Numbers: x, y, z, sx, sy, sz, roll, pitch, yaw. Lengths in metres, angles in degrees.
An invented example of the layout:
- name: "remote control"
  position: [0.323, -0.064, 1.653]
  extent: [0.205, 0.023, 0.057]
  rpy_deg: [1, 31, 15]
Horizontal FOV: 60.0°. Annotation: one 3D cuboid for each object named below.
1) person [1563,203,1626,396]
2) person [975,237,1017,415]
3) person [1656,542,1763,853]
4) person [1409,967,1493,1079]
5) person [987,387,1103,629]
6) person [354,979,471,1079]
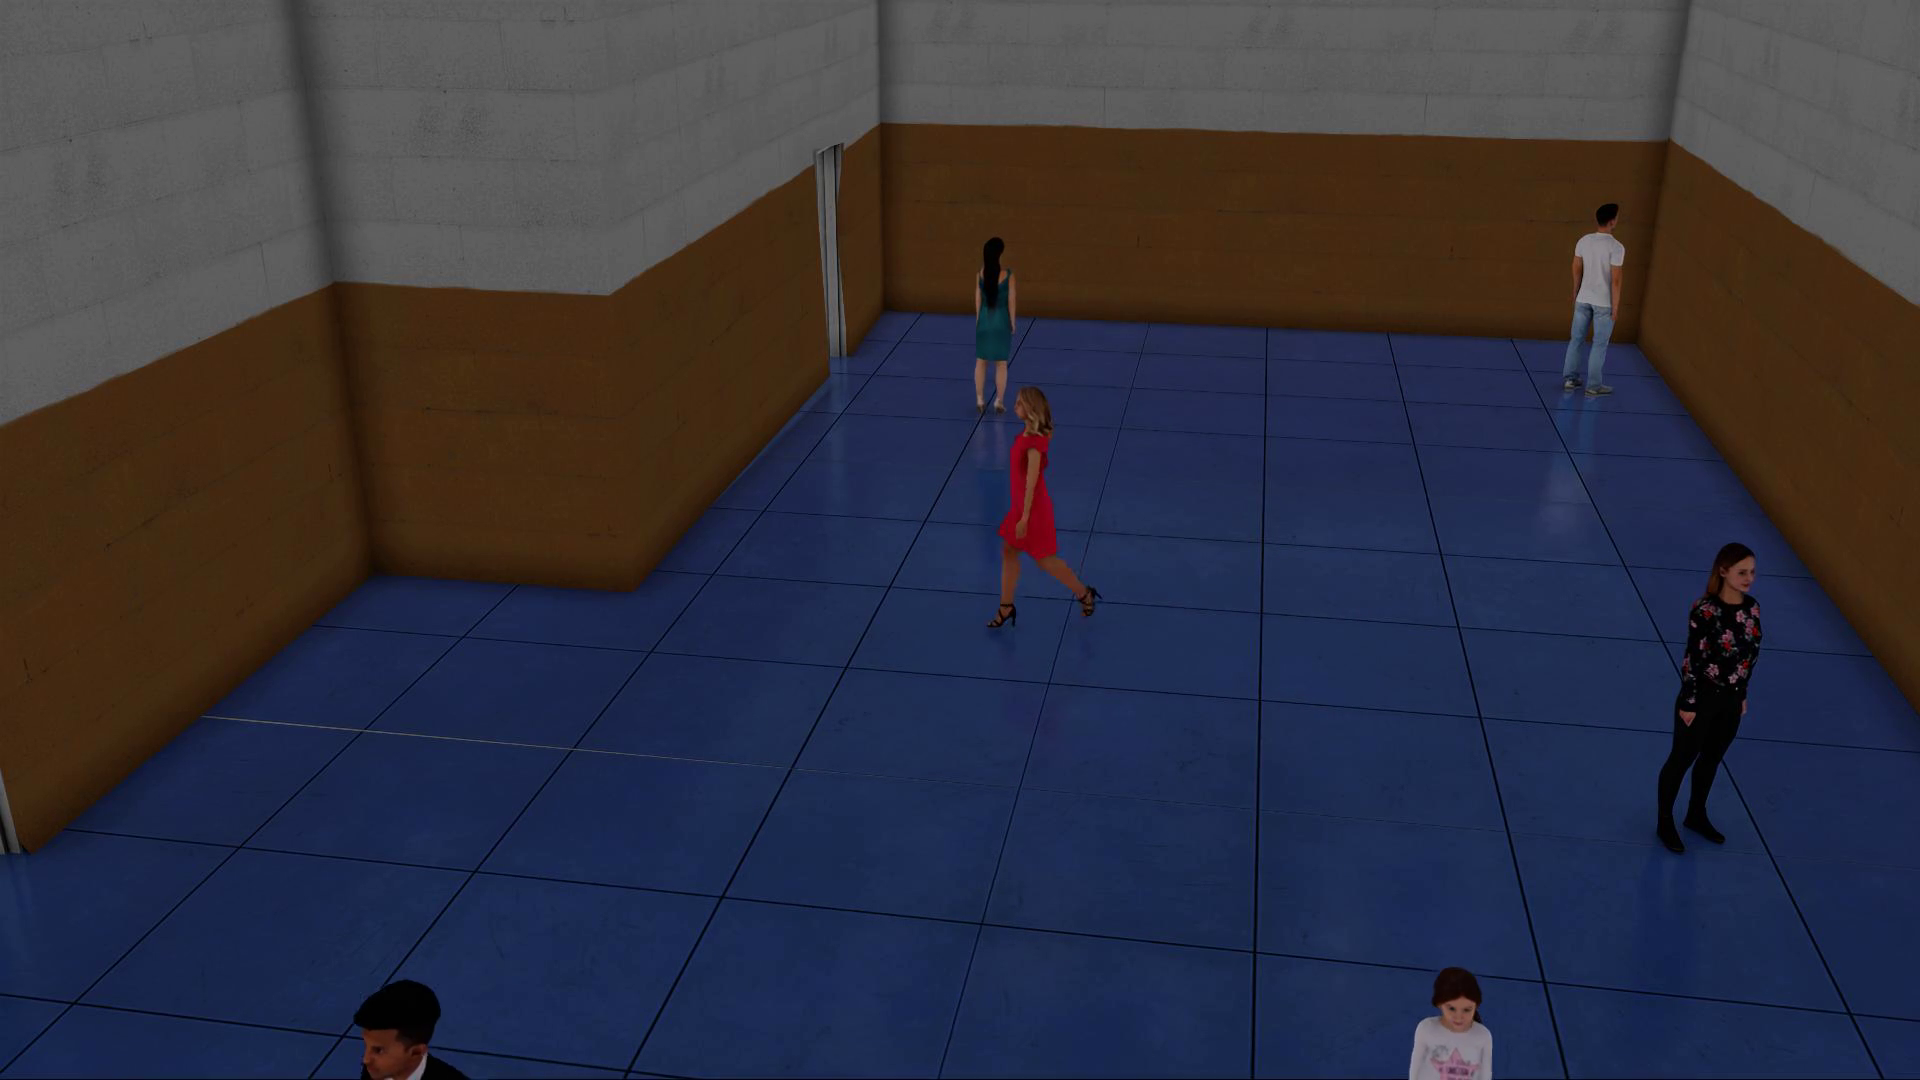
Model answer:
- name: "person"
  position: [6.223, -2.360, 16.277]
  extent: [0.801, 1.865, 0.739]
  rpy_deg: [-15, 26, -33]
- name: "person"
  position: [0.324, -2.011, 15.648]
  extent: [0.418, 1.687, 0.601]
  rpy_deg: [5, 22, 11]
- name: "person"
  position: [3.899, 0.805, 8.642]
  extent: [0.595, 1.685, 0.705]
  rpy_deg: [-7, 23, -18]
- name: "person"
  position: [1.829, 2.072, 6.271]
  extent: [0.593, 1.101, 0.514]
  rpy_deg: [5, 22, 12]
- name: "person"
  position: [0.574, -0.175, 11.070]
  extent: [1.084, 1.694, 0.807]
  rpy_deg: [-4, 22, -9]
- name: "person"
  position: [-1.537, 2.112, 5.142]
  extent: [0.767, 1.869, 0.877]
  rpy_deg: [14, 26, 31]
